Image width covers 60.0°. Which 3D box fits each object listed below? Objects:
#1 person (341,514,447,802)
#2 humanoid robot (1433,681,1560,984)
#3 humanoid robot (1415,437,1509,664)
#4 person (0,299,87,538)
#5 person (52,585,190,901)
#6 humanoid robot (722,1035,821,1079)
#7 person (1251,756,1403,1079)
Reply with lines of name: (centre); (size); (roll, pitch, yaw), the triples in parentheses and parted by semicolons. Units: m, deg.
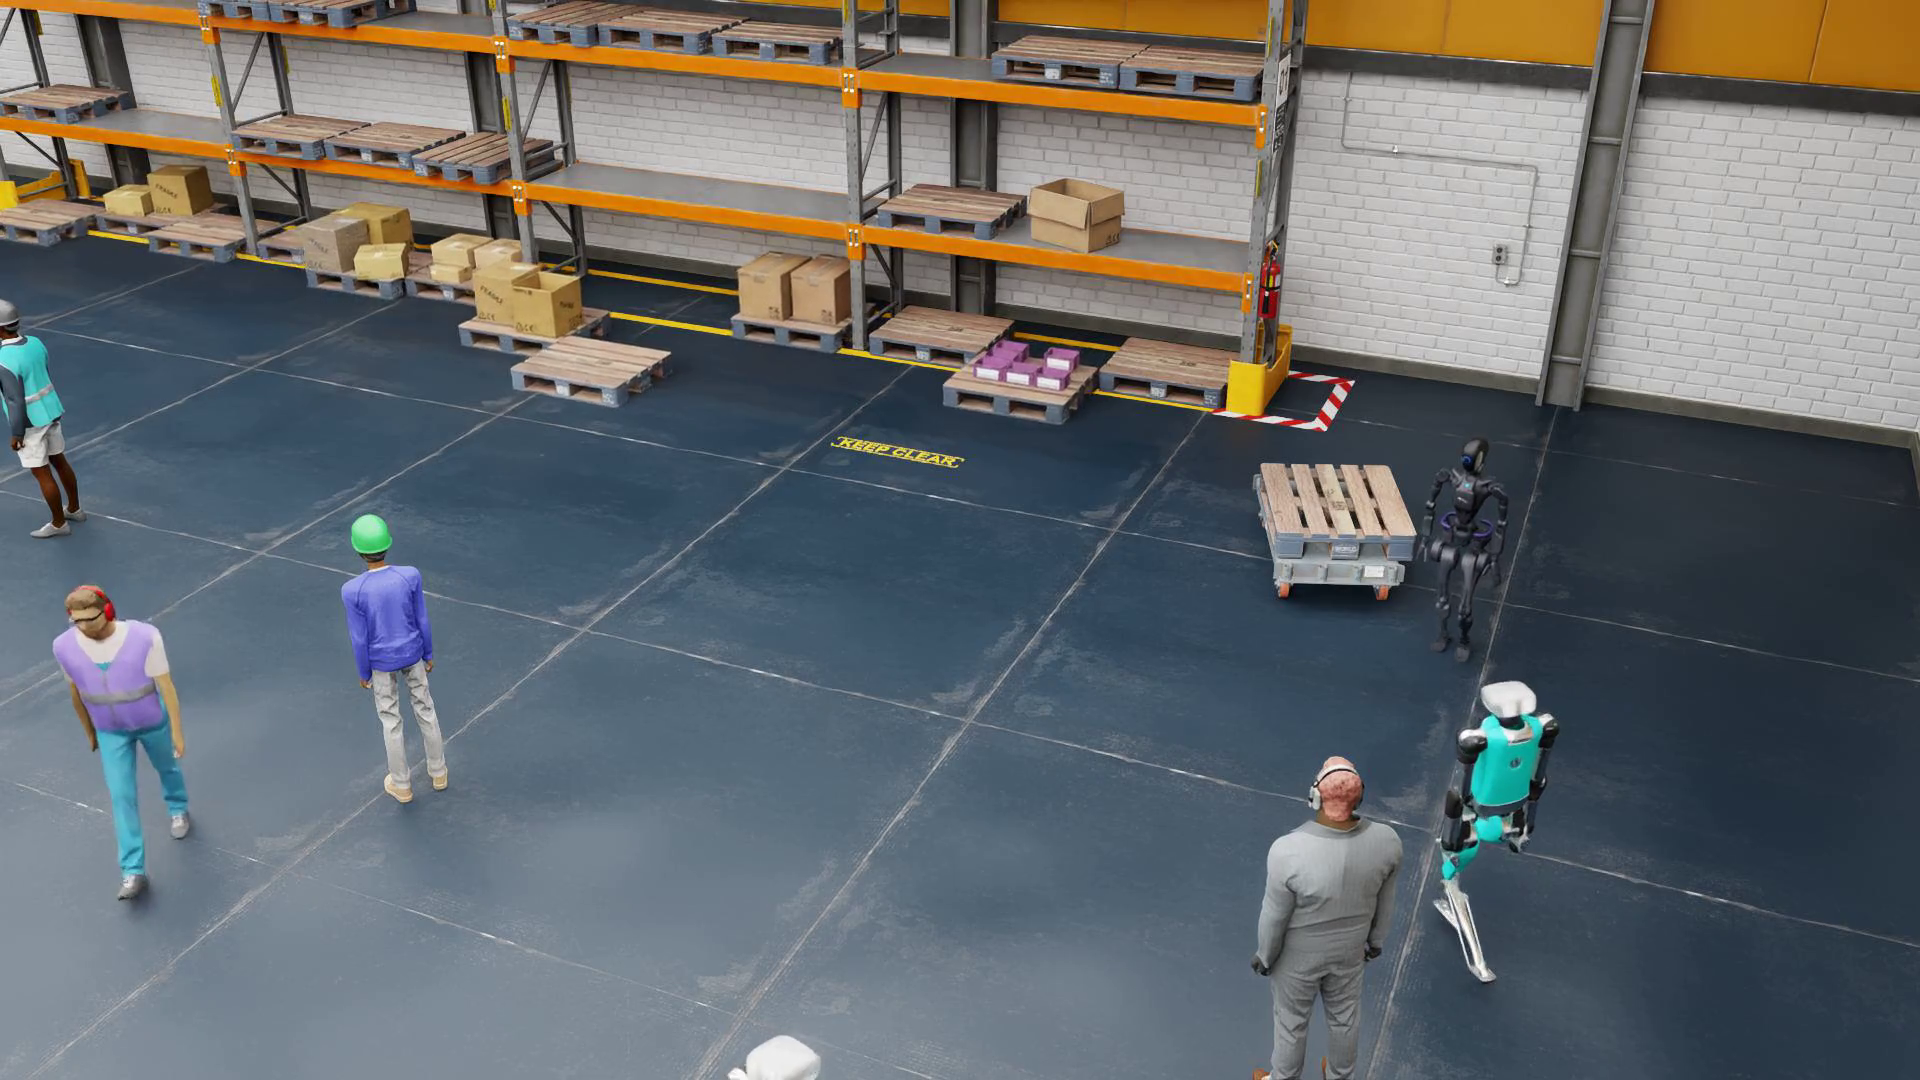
person: (-3.342, 0.698, 9.830); (0.459, 1.875, 0.341); (-17, 32, -30)
humanoid robot: (2.640, 1.413, 8.563); (0.554, 1.731, 0.969); (-7, 28, -14)
humanoid robot: (3.410, 0.048, 11.295); (0.613, 1.646, 0.377); (18, 32, 31)
person: (-7.197, -0.947, 12.946); (0.414, 1.938, 0.564); (1, 27, 2)
person: (-4.609, 1.051, 9.224); (0.582, 1.789, 0.947); (-6, 28, -12)
humanoid robot: (-0.496, 2.531, 6.414); (0.556, 1.765, 0.915); (19, 33, 32)
person: (1.640, 1.821, 7.616); (0.651, 1.905, 0.405); (-6, 28, -11)
